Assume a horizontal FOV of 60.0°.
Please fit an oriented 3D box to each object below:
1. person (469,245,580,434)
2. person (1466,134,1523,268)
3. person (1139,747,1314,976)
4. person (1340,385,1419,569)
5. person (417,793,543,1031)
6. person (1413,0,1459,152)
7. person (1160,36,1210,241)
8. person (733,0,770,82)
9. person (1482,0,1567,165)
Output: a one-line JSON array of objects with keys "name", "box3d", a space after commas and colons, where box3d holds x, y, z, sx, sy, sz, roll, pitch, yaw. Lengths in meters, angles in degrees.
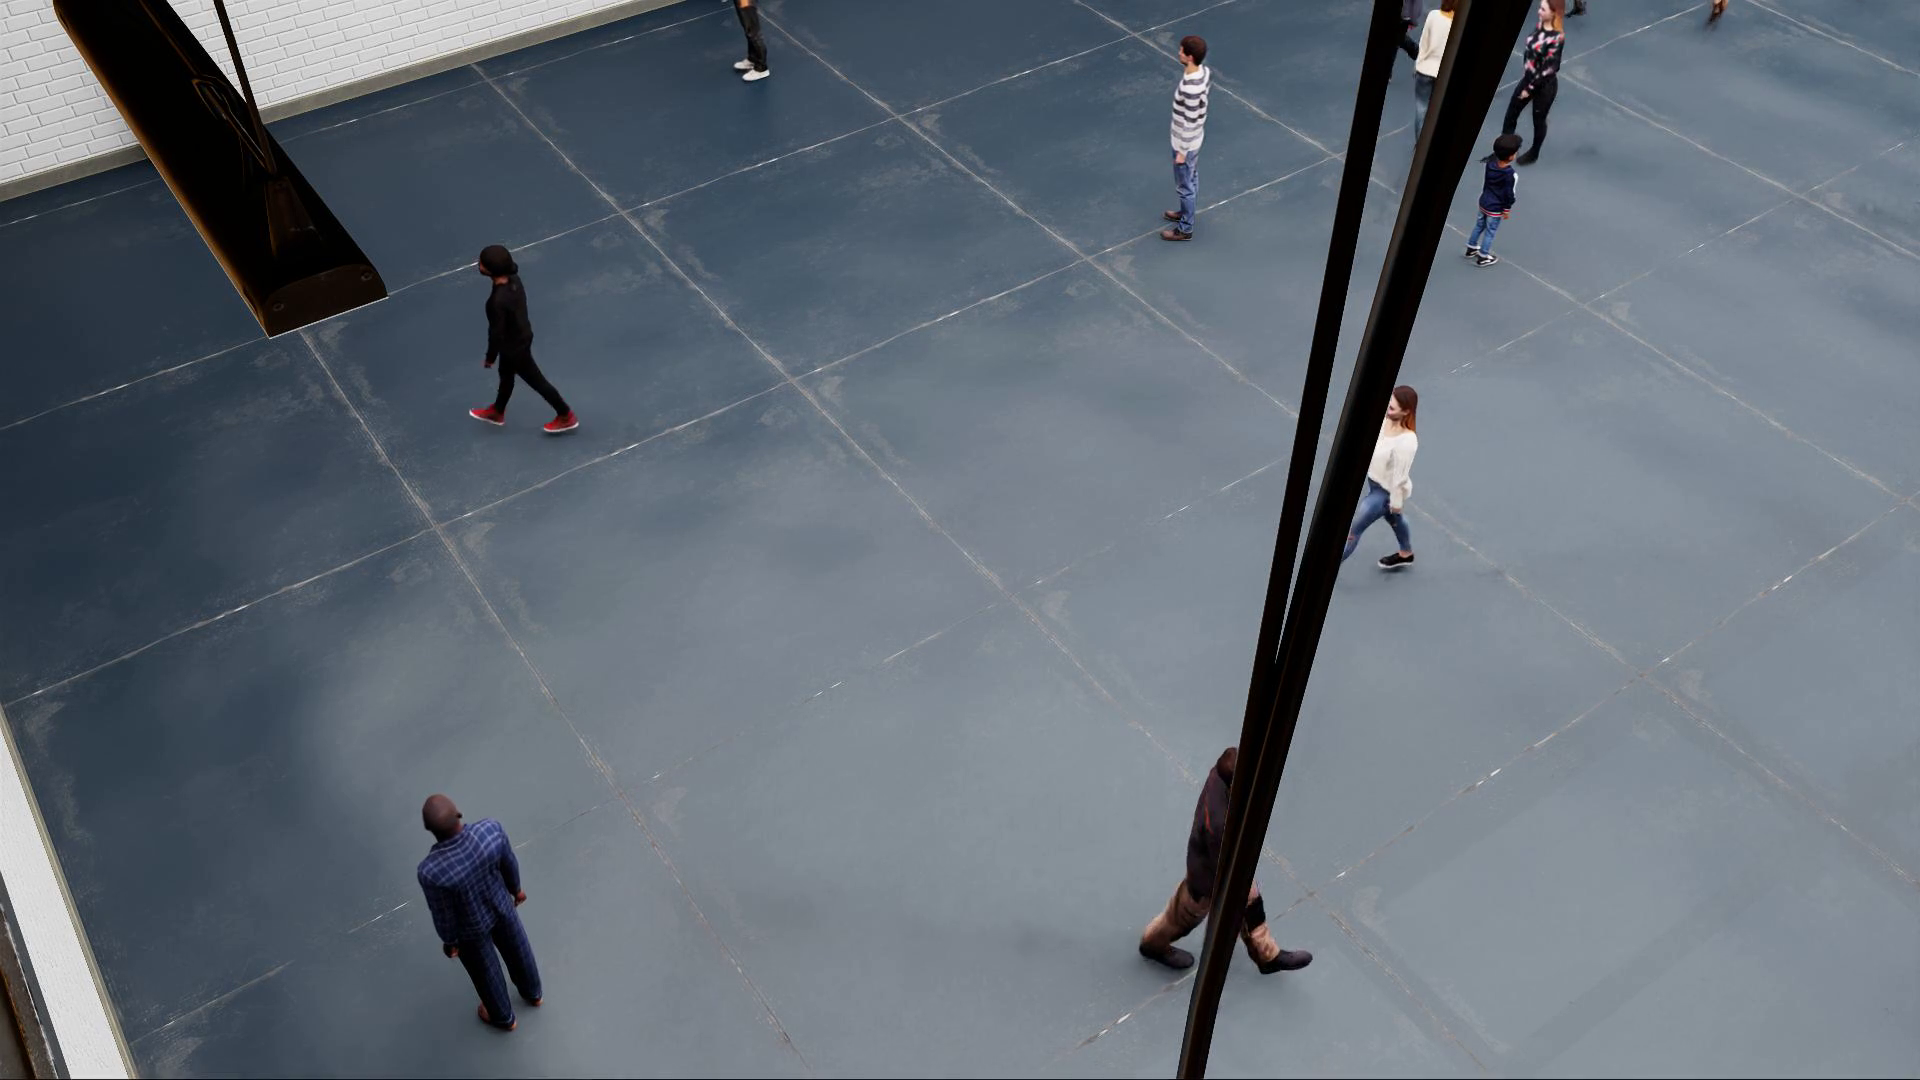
[{"name": "person", "box3d": [-3.202, -1.431, 12.287, 1.150, 1.633, 1.004, 1, 44, 1]}, {"name": "person", "box3d": [4.534, -2.888, 14.115, 0.541, 1.222, 0.549, -16, 46, -16]}, {"name": "person", "box3d": [1.256, 1.734, 8.792, 1.242, 1.873, 1.225, 10, 44, 10]}, {"name": "person", "box3d": [2.912, -0.366, 11.162, 1.189, 1.644, 0.966, -5, 44, -6]}, {"name": "person", "box3d": [-2.499, 1.927, 8.624, 0.782, 1.824, 0.606, 32, 52, 29]}, {"name": "person", "box3d": [4.354, -4.259, 15.229, 0.741, 1.671, 0.775, 15, 46, 15]}, {"name": "person", "box3d": [1.954, -3.439, 14.237, 0.774, 1.852, 0.695, 9, 44, 10]}, {"name": "person", "box3d": [-2.100, -5.434, 16.362, 0.610, 1.809, 0.682, -15, 46, -15]}, {"name": "person", "box3d": [5.340, -4.164, 15.138, 0.853, 1.659, 0.688, -13, 45, -14]}]
